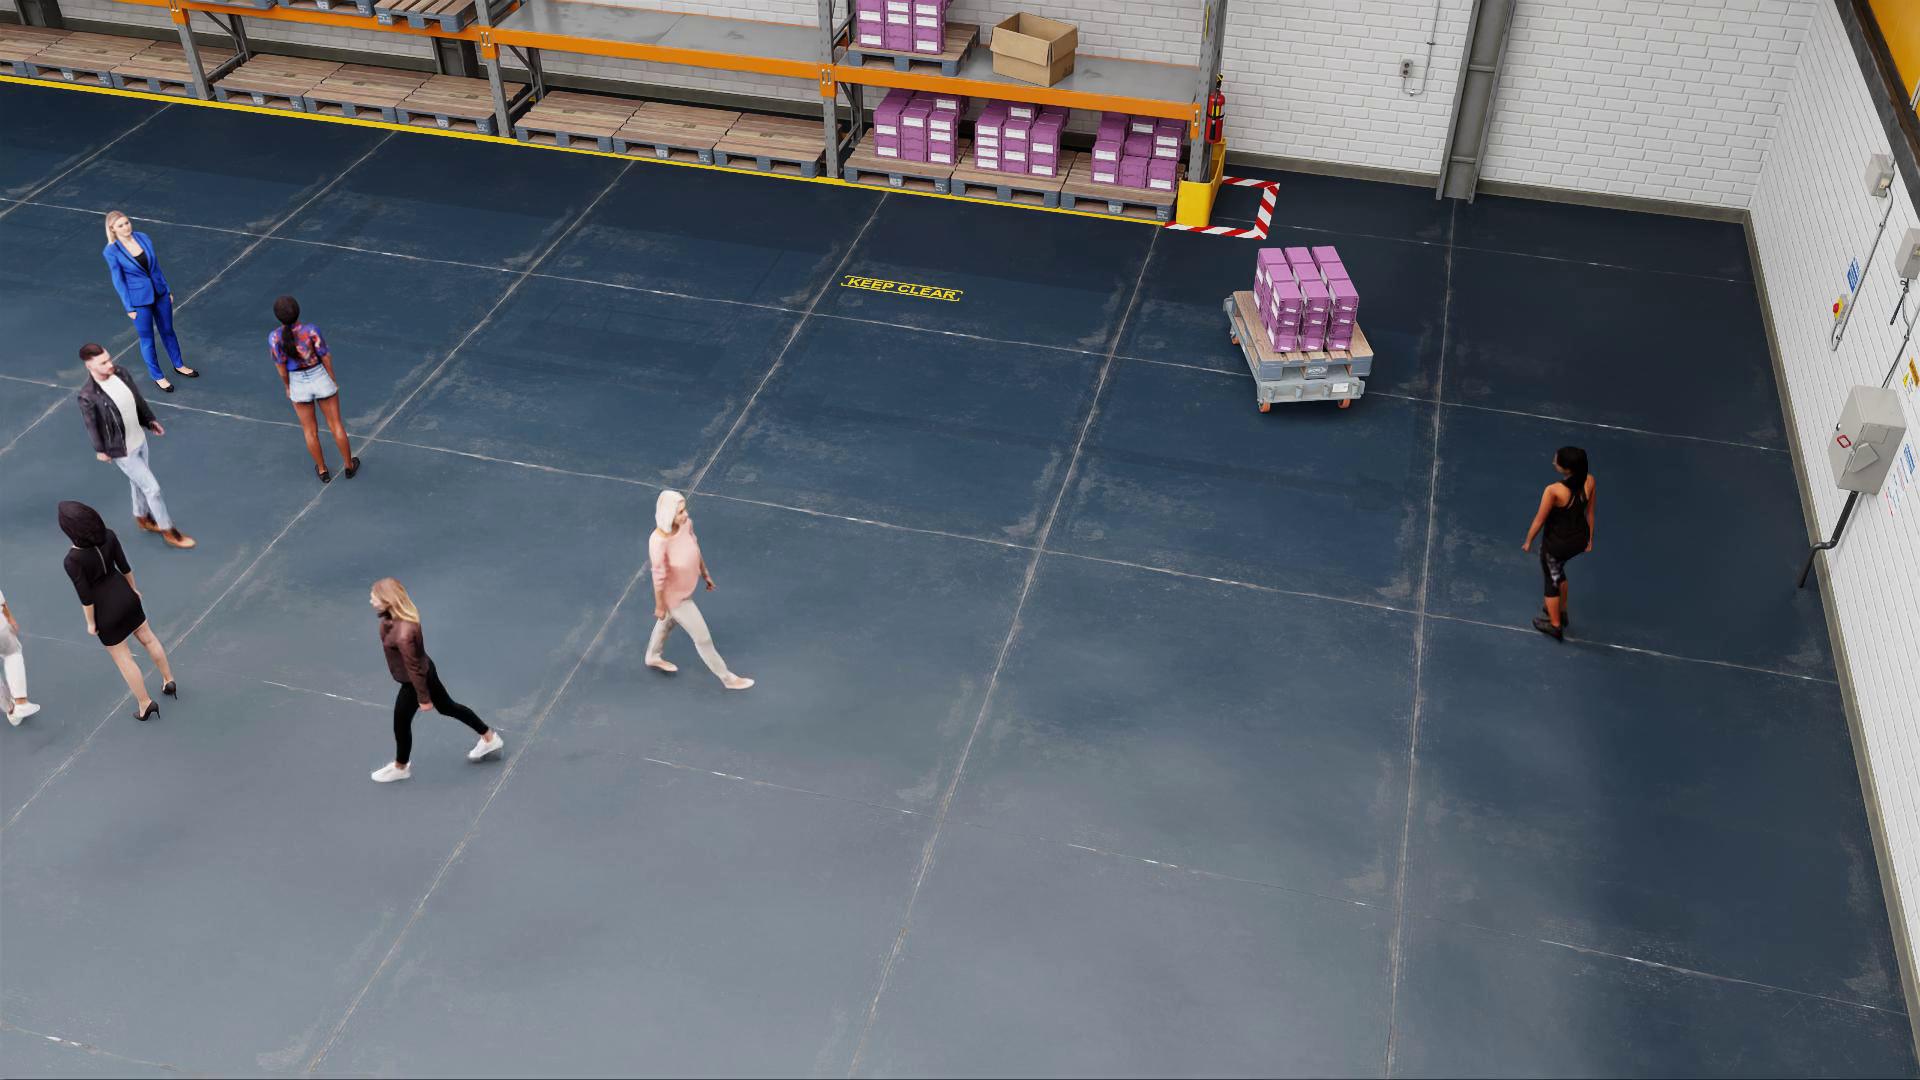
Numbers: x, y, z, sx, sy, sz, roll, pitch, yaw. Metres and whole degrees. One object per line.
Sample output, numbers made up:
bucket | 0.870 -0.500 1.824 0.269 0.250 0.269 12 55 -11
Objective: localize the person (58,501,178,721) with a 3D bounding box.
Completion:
person | -5.780 0.486 11.378 0.531 1.802 0.625 14 41 16

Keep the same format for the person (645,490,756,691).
person | -2.044 0.346 11.660 1.113 1.670 0.637 11 40 14

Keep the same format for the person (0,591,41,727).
person | -6.685 0.623 11.315 0.813 1.667 0.873 -16 41 -19

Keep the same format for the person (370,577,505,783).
person | -3.486 0.912 10.956 1.209 1.664 0.997 -10 40 -12

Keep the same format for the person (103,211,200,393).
person | -7.223 -2.139 14.746 0.631 1.701 0.667 19 42 22

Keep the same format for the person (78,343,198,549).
person | -6.548 -0.761 12.928 0.844 1.817 0.697 5 39 6

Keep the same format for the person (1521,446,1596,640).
person | 4.424 0.031 12.077 0.735 1.641 0.798 -10 40 -12

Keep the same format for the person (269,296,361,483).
person | -5.302 -1.243 13.591 0.625 1.742 0.727 -11 40 -14
